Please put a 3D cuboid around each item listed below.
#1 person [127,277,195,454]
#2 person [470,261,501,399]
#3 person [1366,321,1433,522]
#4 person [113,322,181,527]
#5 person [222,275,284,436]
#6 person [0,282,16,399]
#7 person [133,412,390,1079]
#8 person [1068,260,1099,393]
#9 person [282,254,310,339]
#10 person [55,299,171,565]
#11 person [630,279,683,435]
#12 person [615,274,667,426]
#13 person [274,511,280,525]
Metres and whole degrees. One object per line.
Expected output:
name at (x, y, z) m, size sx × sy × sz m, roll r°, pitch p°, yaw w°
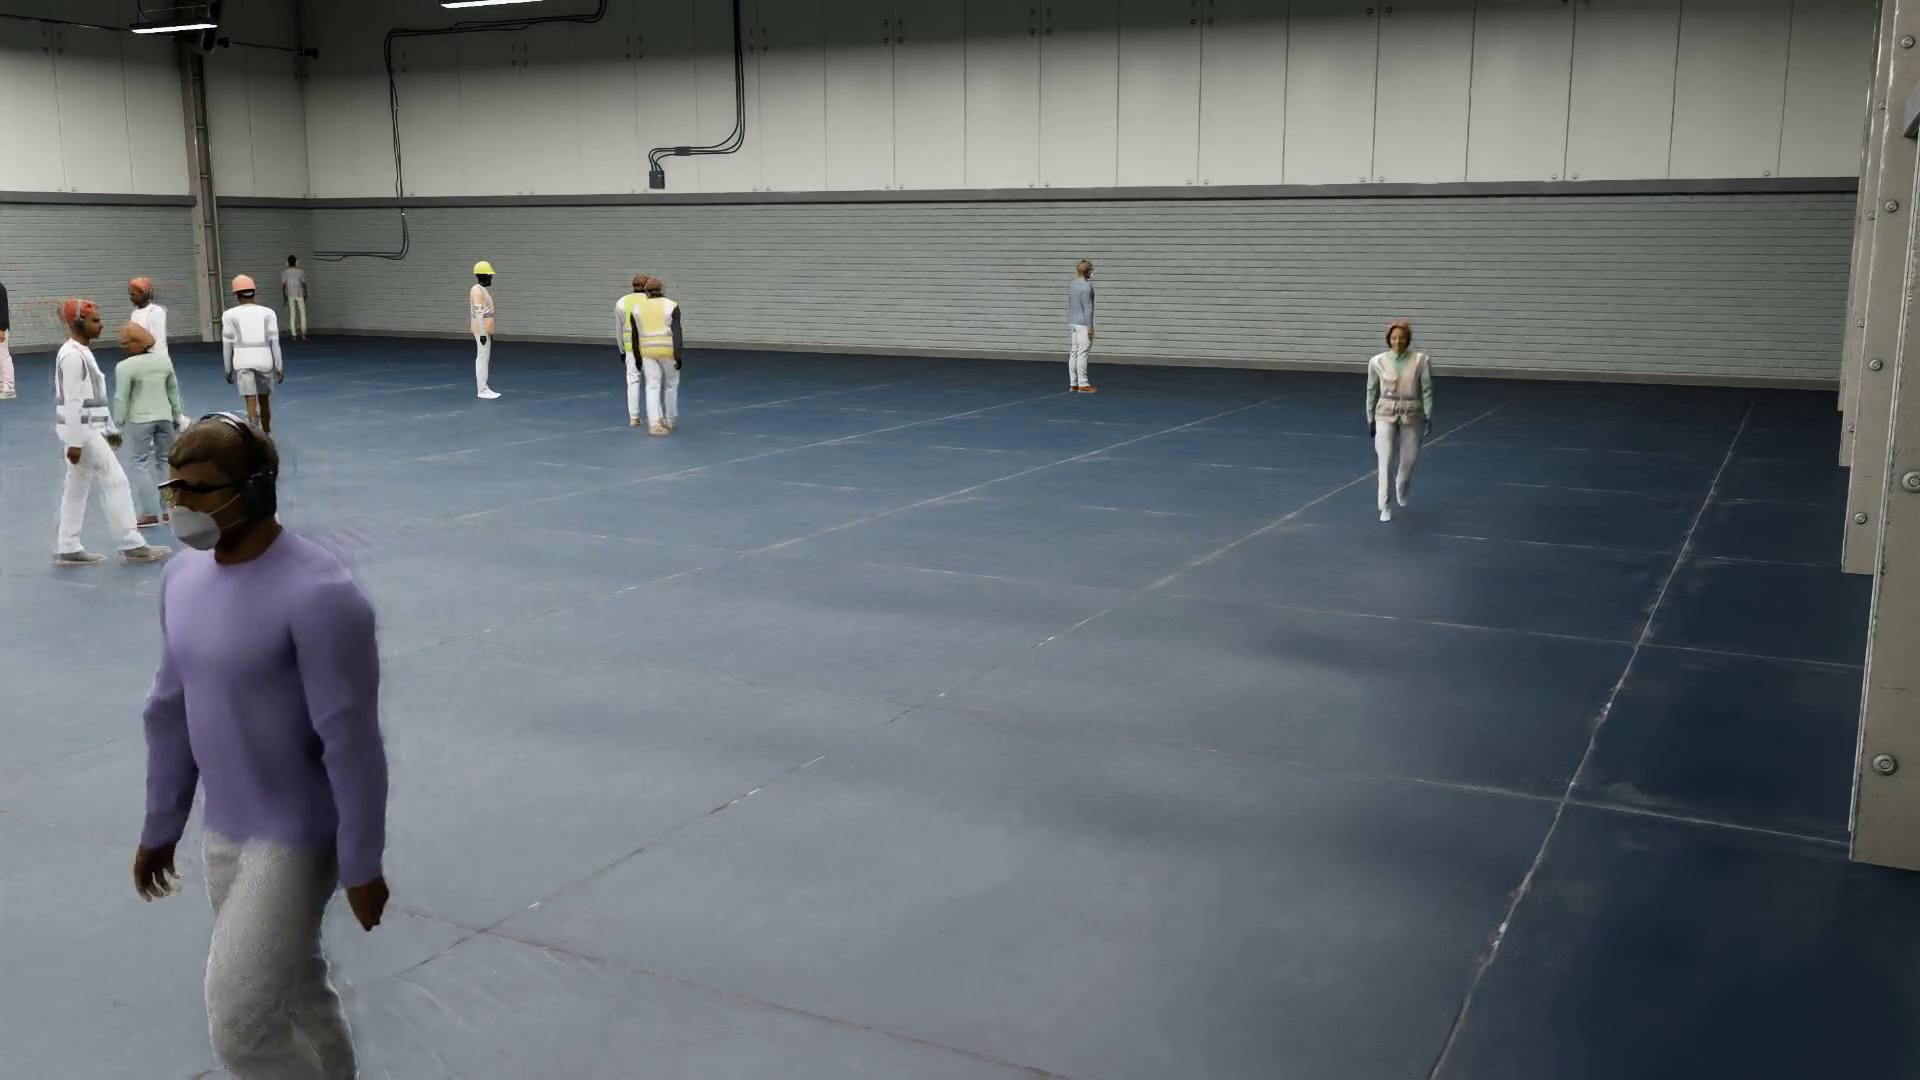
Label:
person at (-8.455, -1.828, 17.484) m, size 0.592 × 1.870 × 0.574 m, roll 8°, pitch 13°, yaw 36°
person at (-6.722, -2.965, 23.525) m, size 0.366 × 1.927 × 0.585 m, roll -2°, pitch 11°, yaw -9°
person at (3.568, -0.985, 13.566) m, size 0.521 × 1.616 × 0.667 m, roll 2°, pitch 11°, yaw 9°
person at (-6.414, -0.907, 13.150) m, size 0.323 × 1.623 × 0.580 m, roll 6°, pitch 12°, yaw 29°
person at (-7.548, -1.879, 17.761) m, size 0.562 × 1.878 × 1.000 m, roll -6°, pitch 12°, yaw -30°
person at (-13.617, -2.986, 23.455) m, size 0.608 × 1.995 × 0.377 m, roll 8°, pitch 13°, yaw 38°
person at (-1.573, 0.677, 3.668) m, size 0.644 × 1.917 × 0.583 m, roll 8°, pitch 13°, yaw 38°
person at (1.796, -3.124, 24.358) m, size 0.372 × 1.940 × 0.627 m, roll -4°, pitch 11°, yaw -20°
person at (-14.682, -5.363, 36.765) m, size 0.520 × 1.869 × 0.323 m, roll -2°, pitch 11°, yaw -12°
person at (-5.959, -0.743, 11.615) m, size 0.836 × 1.856 × 0.581 m, roll -5°, pitch 12°, yaw -27°
person at (-3.509, -2.134, 19.375) m, size 0.646 × 1.786 × 0.923 m, roll 1°, pitch 10°, yaw 6°
person at (-3.825, -2.286, 20.075) m, size 0.624 × 1.836 × 0.430 m, roll 2°, pitch 11°, yaw 11°
person at (-2.566, 0.397, 6.011) m, size 0.331 × 1.618 × 0.510 m, roll -2°, pitch 11°, yaw -10°
